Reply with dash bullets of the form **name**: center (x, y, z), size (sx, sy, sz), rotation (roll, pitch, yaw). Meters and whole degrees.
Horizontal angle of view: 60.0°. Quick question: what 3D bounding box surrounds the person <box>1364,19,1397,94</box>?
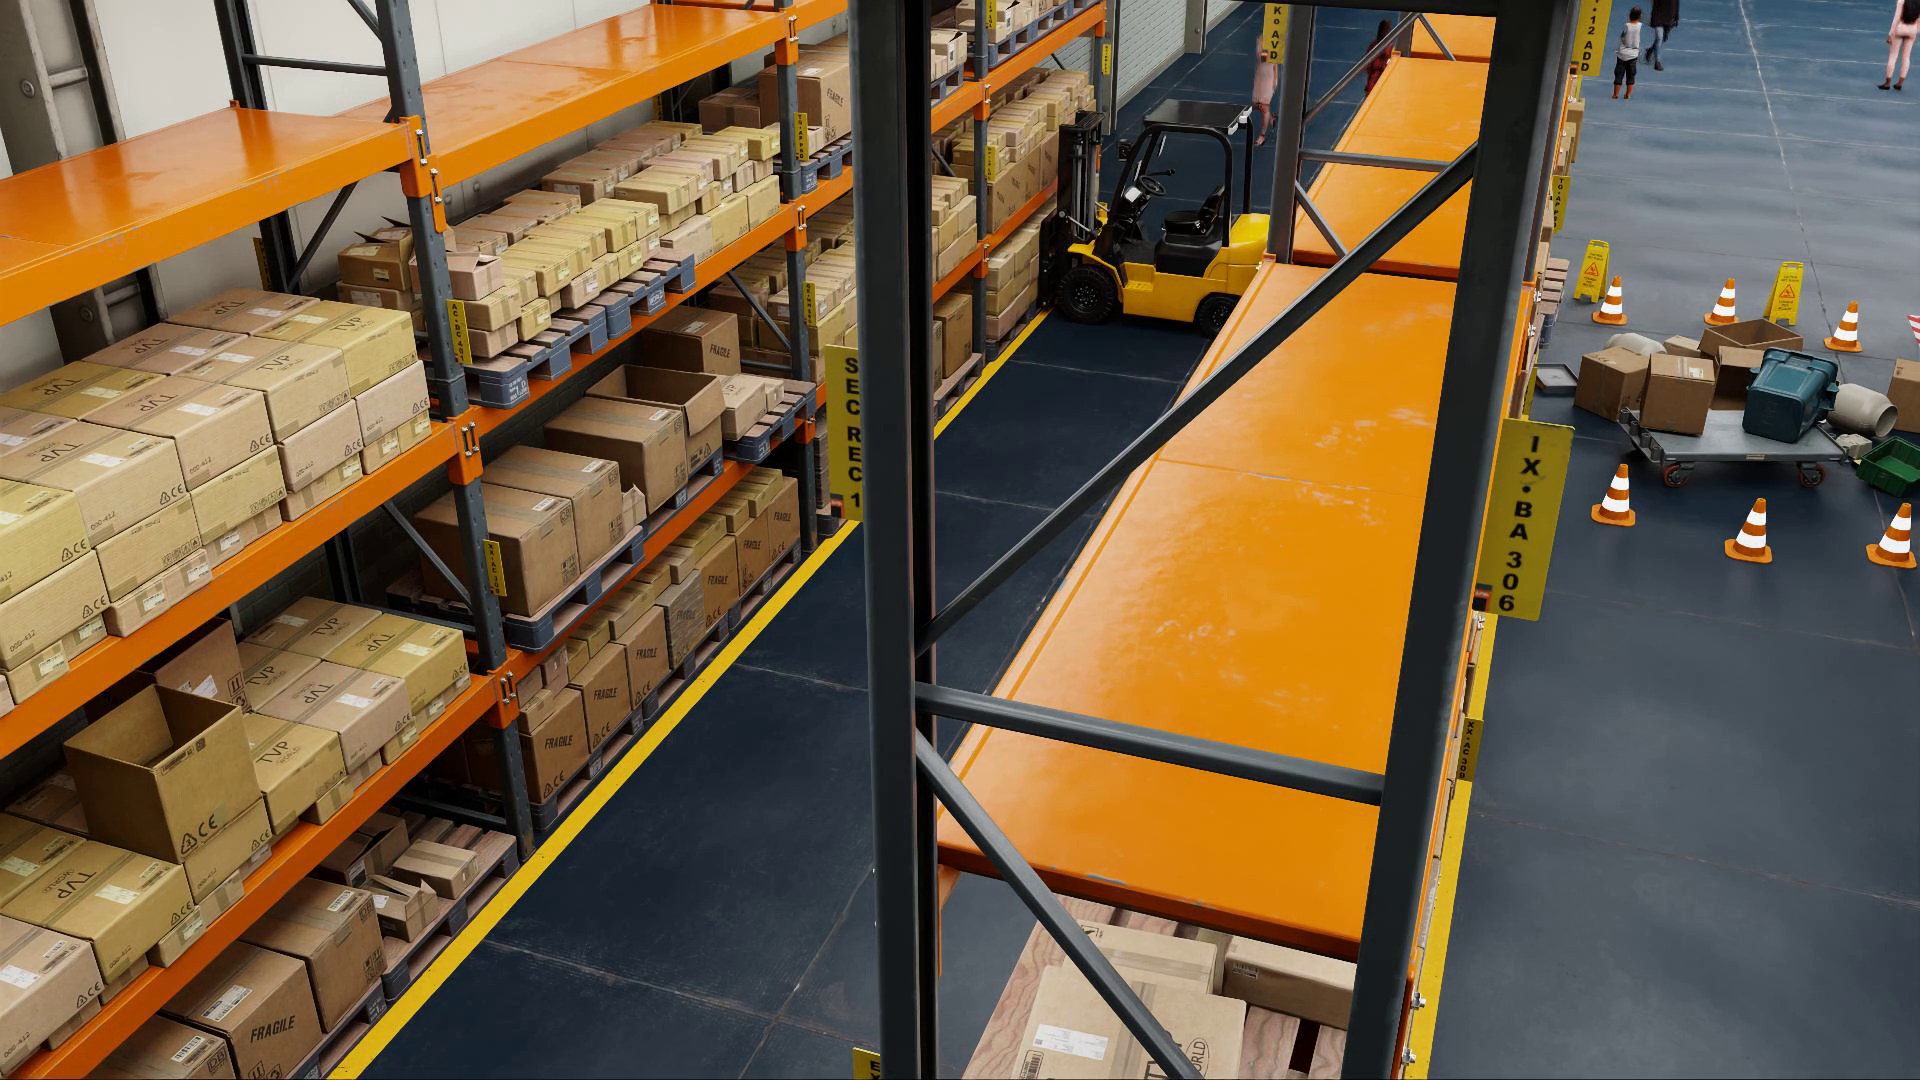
- **person**: center (5.956, -6.491, 23.560), size (0.666, 1.688, 0.750), rotation (14, 31, 24)

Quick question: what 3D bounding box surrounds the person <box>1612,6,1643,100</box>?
- **person**: center (10.453, -7.646, 25.975), size (0.617, 1.456, 0.578), rotation (3, 28, 5)

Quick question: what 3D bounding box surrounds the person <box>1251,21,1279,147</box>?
- **person**: center (4.357, -6.472, 23.387), size (0.778, 1.818, 0.928), rotation (25, 37, 38)

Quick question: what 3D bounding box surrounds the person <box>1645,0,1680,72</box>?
- **person**: center (11.770, -8.740, 27.858), size (0.909, 1.617, 1.075), rotation (-5, 28, -9)

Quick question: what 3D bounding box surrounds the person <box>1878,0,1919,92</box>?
- **person**: center (14.985, -8.020, 26.397), size (0.674, 1.720, 0.626), rotation (1, 28, 2)
